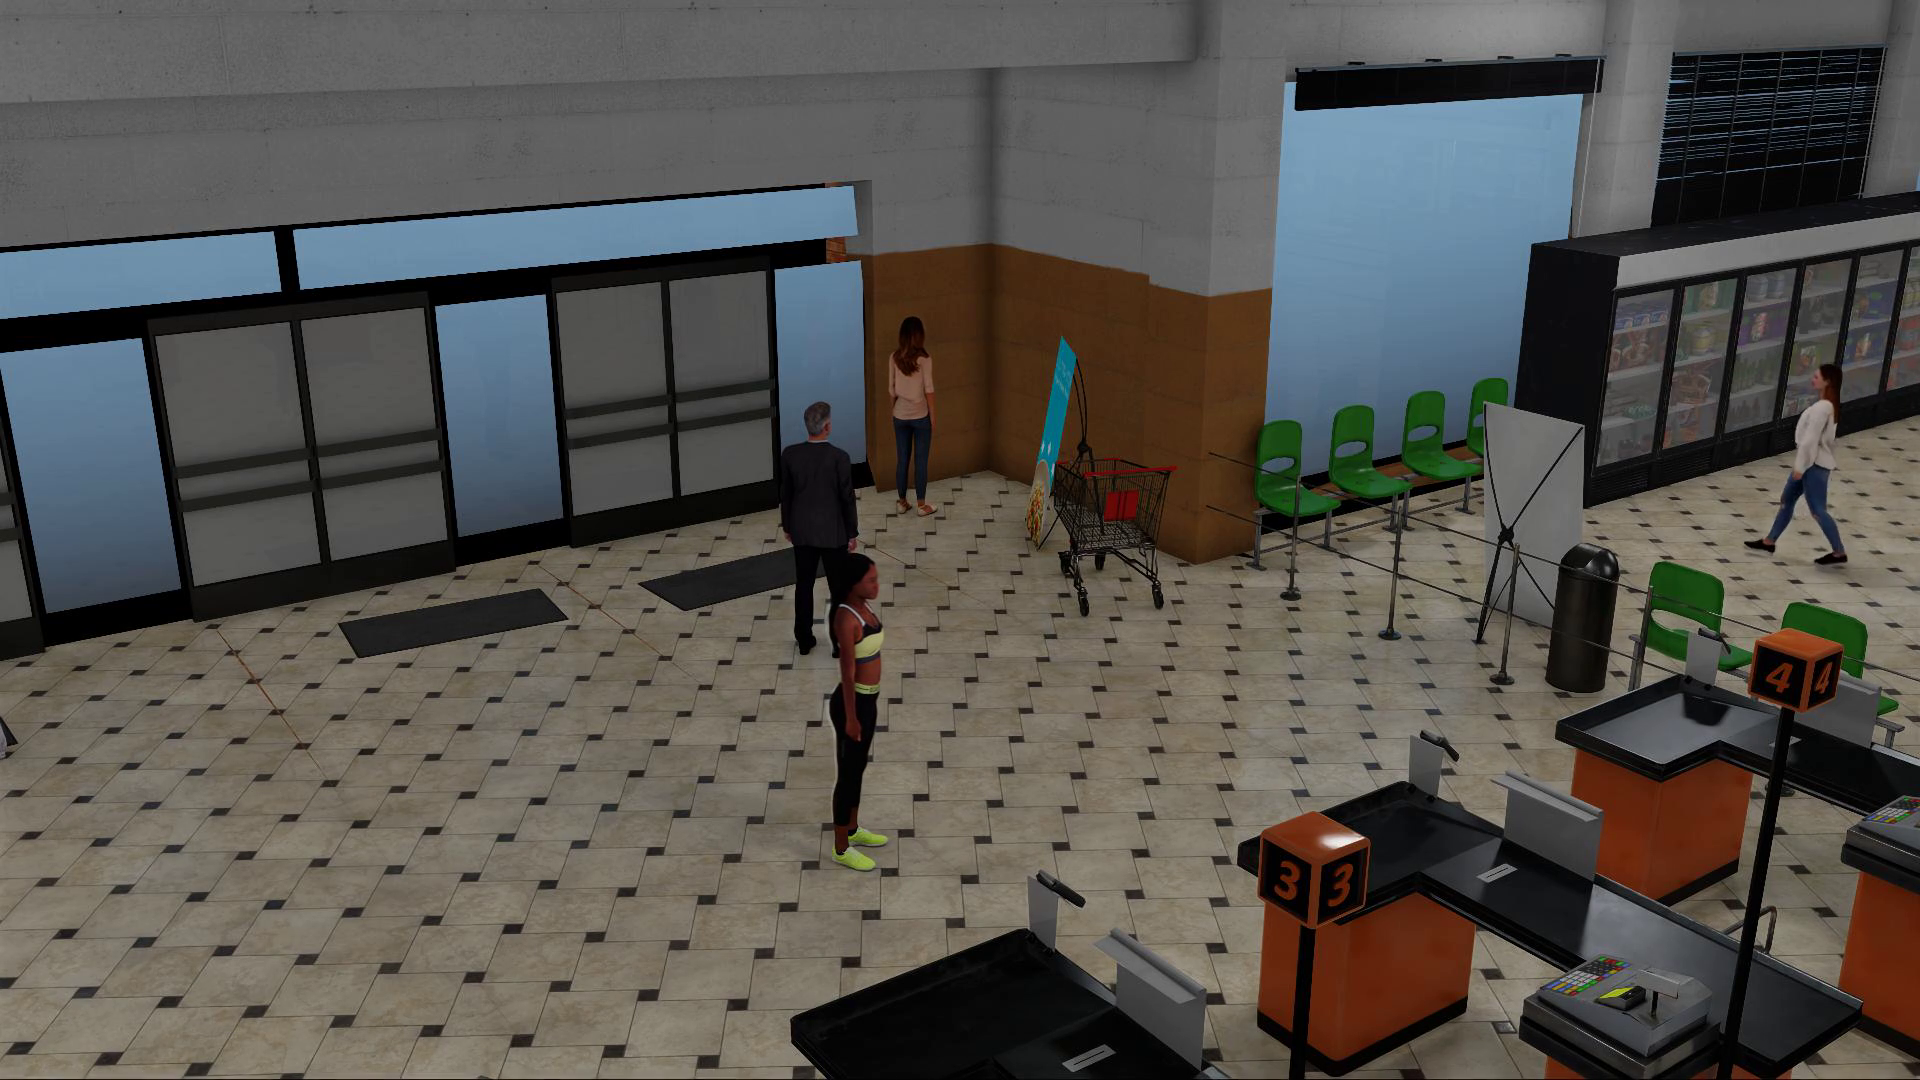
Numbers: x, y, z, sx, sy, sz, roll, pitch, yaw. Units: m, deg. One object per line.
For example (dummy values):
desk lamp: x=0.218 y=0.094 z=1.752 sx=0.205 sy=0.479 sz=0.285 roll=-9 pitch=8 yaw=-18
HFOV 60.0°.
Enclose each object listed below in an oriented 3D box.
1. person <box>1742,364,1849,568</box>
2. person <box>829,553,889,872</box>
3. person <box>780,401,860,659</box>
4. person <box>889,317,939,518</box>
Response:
person: x=6.964 y=-0.565 z=13.421 sx=1.124 sy=1.658 sz=0.881 roll=12 pitch=22 yaw=31
person: x=-0.570 y=0.899 z=8.932 sx=0.692 sy=1.754 sz=0.638 roll=4 pitch=19 yaw=11
person: x=-0.983 y=-0.077 z=11.692 sx=0.771 sy=1.839 sz=0.866 roll=5 pitch=19 yaw=15
person: x=-0.428 y=-1.100 z=14.799 sx=0.617 sy=1.792 sz=0.730 roll=9 pitch=21 yaw=25
